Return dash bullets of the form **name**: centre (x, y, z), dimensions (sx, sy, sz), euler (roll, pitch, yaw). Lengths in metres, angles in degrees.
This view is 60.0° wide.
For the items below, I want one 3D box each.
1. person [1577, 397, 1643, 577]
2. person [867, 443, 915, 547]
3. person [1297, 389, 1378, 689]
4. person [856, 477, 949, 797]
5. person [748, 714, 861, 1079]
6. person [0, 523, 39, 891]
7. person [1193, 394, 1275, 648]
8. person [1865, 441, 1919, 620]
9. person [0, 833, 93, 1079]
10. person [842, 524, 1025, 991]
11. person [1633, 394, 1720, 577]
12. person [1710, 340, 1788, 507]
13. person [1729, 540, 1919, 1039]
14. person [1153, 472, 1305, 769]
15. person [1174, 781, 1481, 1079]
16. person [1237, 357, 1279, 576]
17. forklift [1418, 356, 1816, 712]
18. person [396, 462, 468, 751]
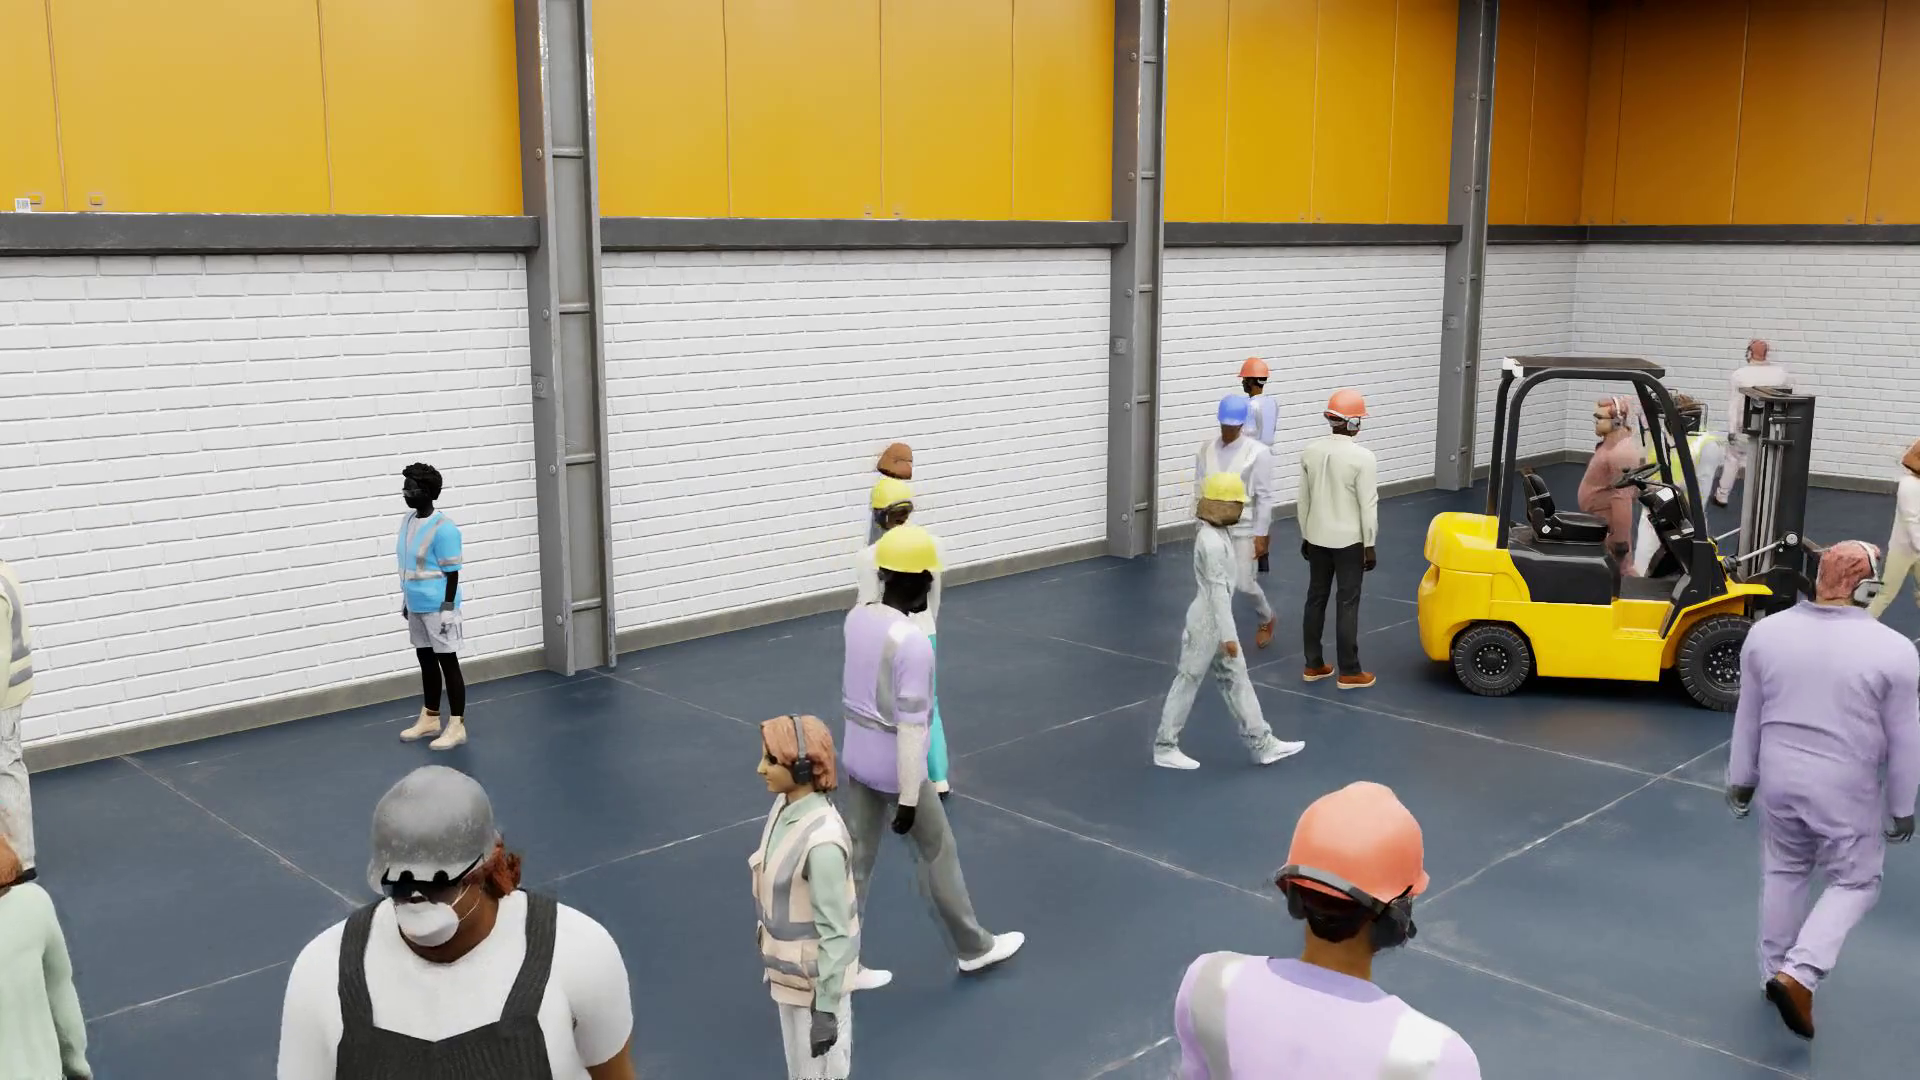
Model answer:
- **person**: centre (4.808, -0.117, 12.130), dimensions (0.936, 1.871, 0.621), euler (5, 11, 23)
- **person**: centre (-0.515, 0.137, 11.430), dimensions (0.574, 1.605, 0.519), euler (2, 11, 9)
- **person**: centre (2.534, -0.010, 11.122), dimensions (0.388, 1.996, 0.612), euler (-8, 13, -38)
- **person**: centre (-0.326, 0.515, 9.006), dimensions (0.531, 1.726, 0.873), euler (-5, 11, -24)
- **person**: centre (-0.450, 1.309, 4.916), dimensions (0.313, 1.635, 0.542), euler (-4, 11, -19)
- **person**: centre (-4.475, 0.710, 7.640), dimensions (0.404, 1.832, 0.598), euler (-6, 12, -29)
- **person**: centre (1.948, -0.095, 11.797), dimensions (0.622, 1.922, 0.684), euler (7, 13, 35)
- **person**: centre (6.736, 0.097, 11.639), dimensions (0.510, 1.588, 0.843), euler (-9, 14, -39)
- **person**: centre (-2.500, 1.445, 4.302), dimensions (0.877, 1.583, 0.522), euler (1, 10, 3)
- **person**: centre (-0.168, 0.868, 6.641), dimensions (0.919, 1.890, 0.591), euler (-7, 13, -34)
- **person**: centre (5.342, -0.194, 12.614), dimensions (0.848, 1.805, 0.631), euler (-7, 13, -35)
- **person**: centre (8.632, -1.246, 18.204), dimensions (0.650, 1.877, 0.823), euler (1, 10, 4)
- **person**: centre (3.225, 0.937, 6.290), dimensions (0.627, 1.886, 0.691), euler (-8, 13, -36)
- **person**: centre (1.504, 0.471, 9.281), dimensions (0.882, 1.695, 0.512), euler (3, 11, 14)
- **person**: centre (0.739, 1.430, 3.298), dimensions (0.615, 1.989, 1.045), euler (6, 12, 31)
- **person**: centre (2.589, -0.648, 14.756), dimensions (0.356, 1.937, 0.552), euler (8, 13, 36)
- **forklift**: centre (4.276, -0.101, 11.076), dimensions (2.313, 2.155, 1.214), euler (2, 11, 13)
- **person**: centre (-3.119, 0.384, 9.786), dimensions (0.529, 1.697, 0.321), euler (9, 14, 41)
